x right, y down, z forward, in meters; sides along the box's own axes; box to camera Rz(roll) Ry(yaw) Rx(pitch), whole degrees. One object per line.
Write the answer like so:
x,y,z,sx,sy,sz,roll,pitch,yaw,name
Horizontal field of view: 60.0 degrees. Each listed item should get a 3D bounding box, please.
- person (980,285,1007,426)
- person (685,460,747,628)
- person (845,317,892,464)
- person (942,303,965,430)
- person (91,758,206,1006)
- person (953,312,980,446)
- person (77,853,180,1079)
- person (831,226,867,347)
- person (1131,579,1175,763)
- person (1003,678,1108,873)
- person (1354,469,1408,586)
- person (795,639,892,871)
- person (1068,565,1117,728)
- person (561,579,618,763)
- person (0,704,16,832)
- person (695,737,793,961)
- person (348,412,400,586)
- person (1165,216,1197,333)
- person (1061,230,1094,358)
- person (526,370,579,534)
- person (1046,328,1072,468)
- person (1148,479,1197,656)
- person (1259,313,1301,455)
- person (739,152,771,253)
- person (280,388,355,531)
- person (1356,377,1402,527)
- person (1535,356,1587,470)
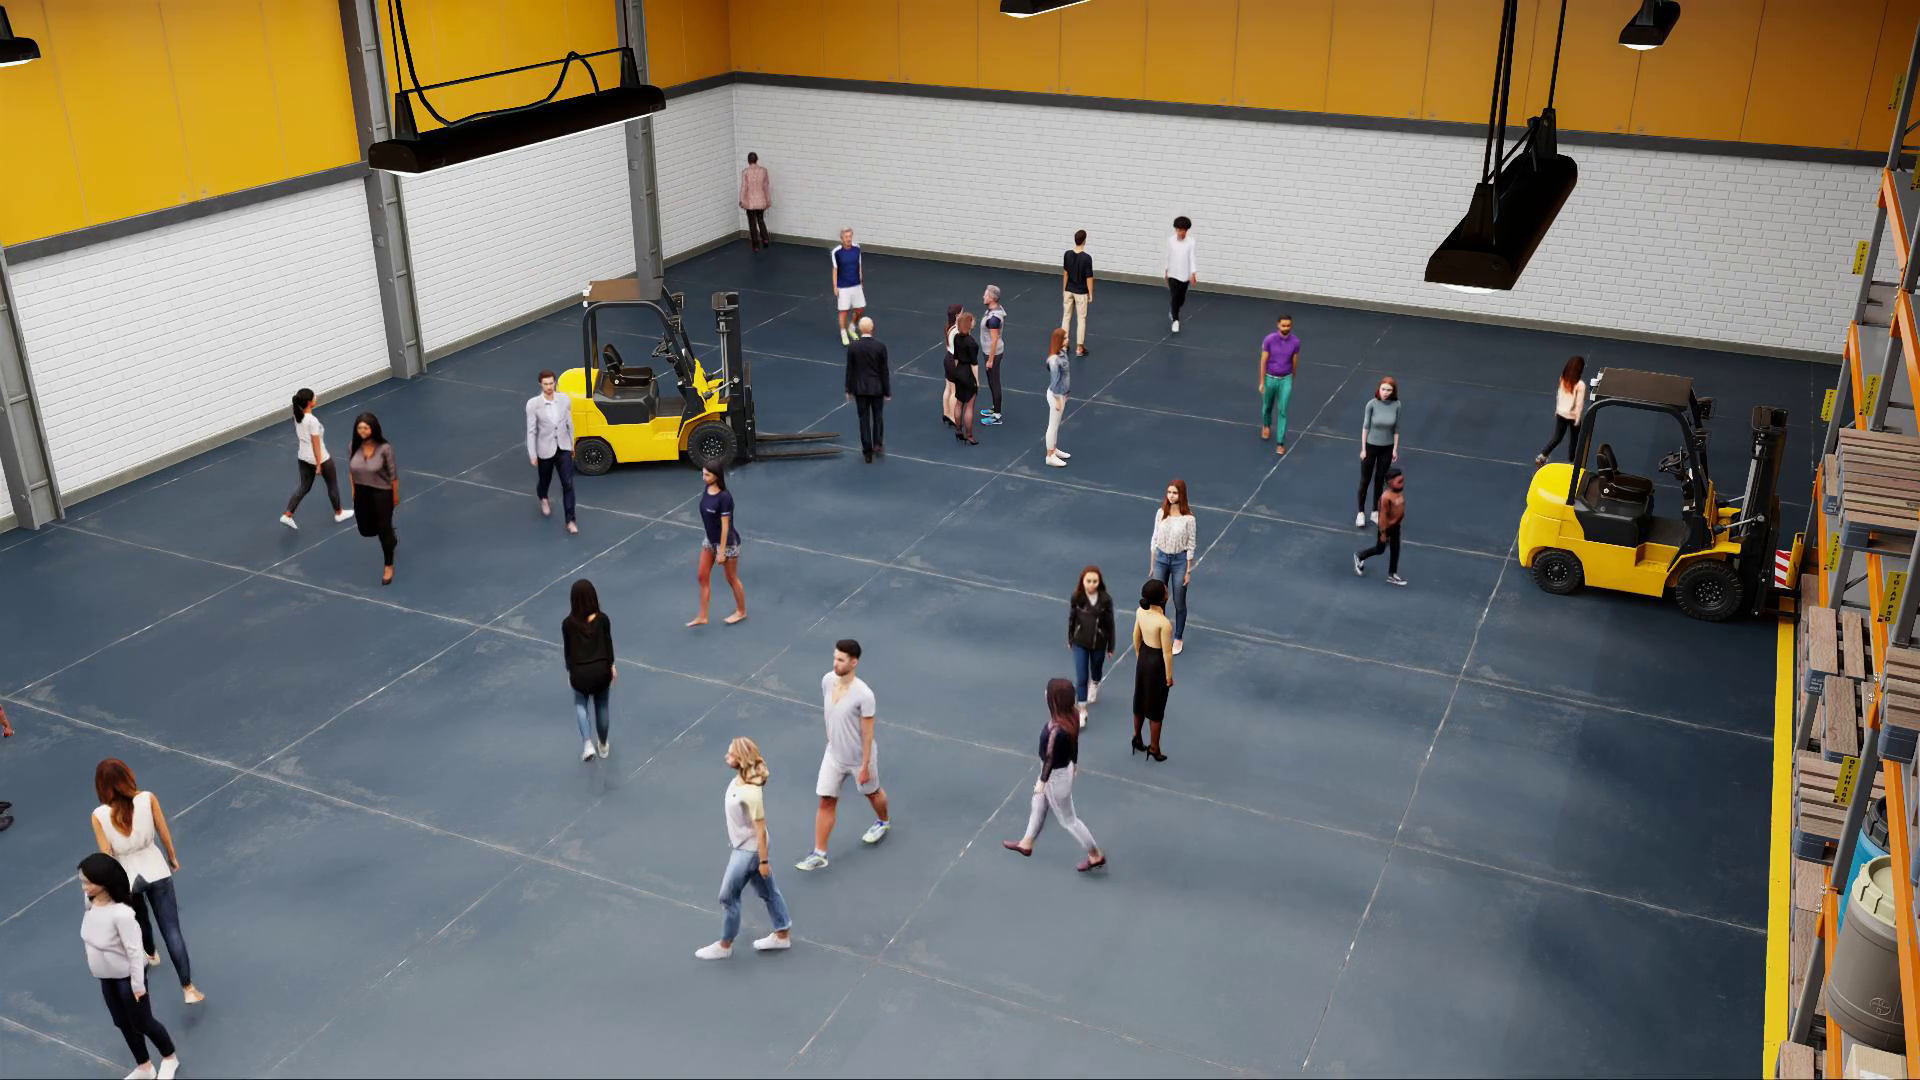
0.437,-2.432,21.713,0.834,1.828,0.669,0,24,1,person
-2.258,0.016,16.223,0.971,1.741,0.810,-17,29,-35,person
-1.119,-1.806,20.342,0.936,1.779,1.025,-2,24,-4,person
-0.077,-2.258,21.540,0.682,1.648,0.625,-9,25,-19,person
-5.374,2.306,10.992,1.205,1.734,1.093,-14,27,-29,person
0.072,-2.042,20.973,0.658,1.706,0.658,-16,28,-32,person
-5.136,2.645,10.268,0.664,1.693,0.638,13,27,27,person
-1.710,-3.823,24.900,0.750,1.825,0.831,-12,26,-26,person
1.606,1.082,13.894,0.672,1.653,0.656,-17,29,-34,person
0.781,1.786,12.380,0.766,1.575,1.033,7,25,16,person
4.385,-0.152,17.236,0.856,1.237,0.789,-20,31,-38,person
-0.755,1.577,12.569,0.911,1.806,1.271,18,30,36,person
1.151,0.863,14.635,0.759,1.460,1.008,2,24,6,person
-3.057,1.126,13.812,0.798,1.637,0.867,-7,25,-15,person
-7.634,1.519,12.802,0.668,1.727,0.706,4,24,10,person
-1.346,2.118,11.467,1.020,1.698,0.985,-6,24,-13,person
-6.028,-0.470,17.231,0.837,1.824,1.036,2,24,5,person
3.368,-4.139,25.701,0.900,1.763,1.204,2,24,6,person
1.700,-3.627,24.418,0.634,1.851,0.532,12,26,25,person
-4.547,-1.029,18.510,1.205,1.823,1.196,-11,26,-24,person
1.174,-1.764,20.343,0.713,1.703,0.526,5,24,12,person
2.004,0.232,15.744,0.571,1.729,0.502,11,26,24,person
3.966,-2.011,20.874,0.881,1.730,1.243,3,24,6,person
-3.683,-6.112,30.172,0.780,1.795,0.873,-14,27,-28,person
-7.230,-0.865,18.390,0.735,1.618,1.126,16,28,33,person
4.661,-0.997,18.538,0.663,1.743,0.678,-1,24,-1,person
7.275,-1.490,20.014,1.011,1.464,0.903,-12,26,-25,person
